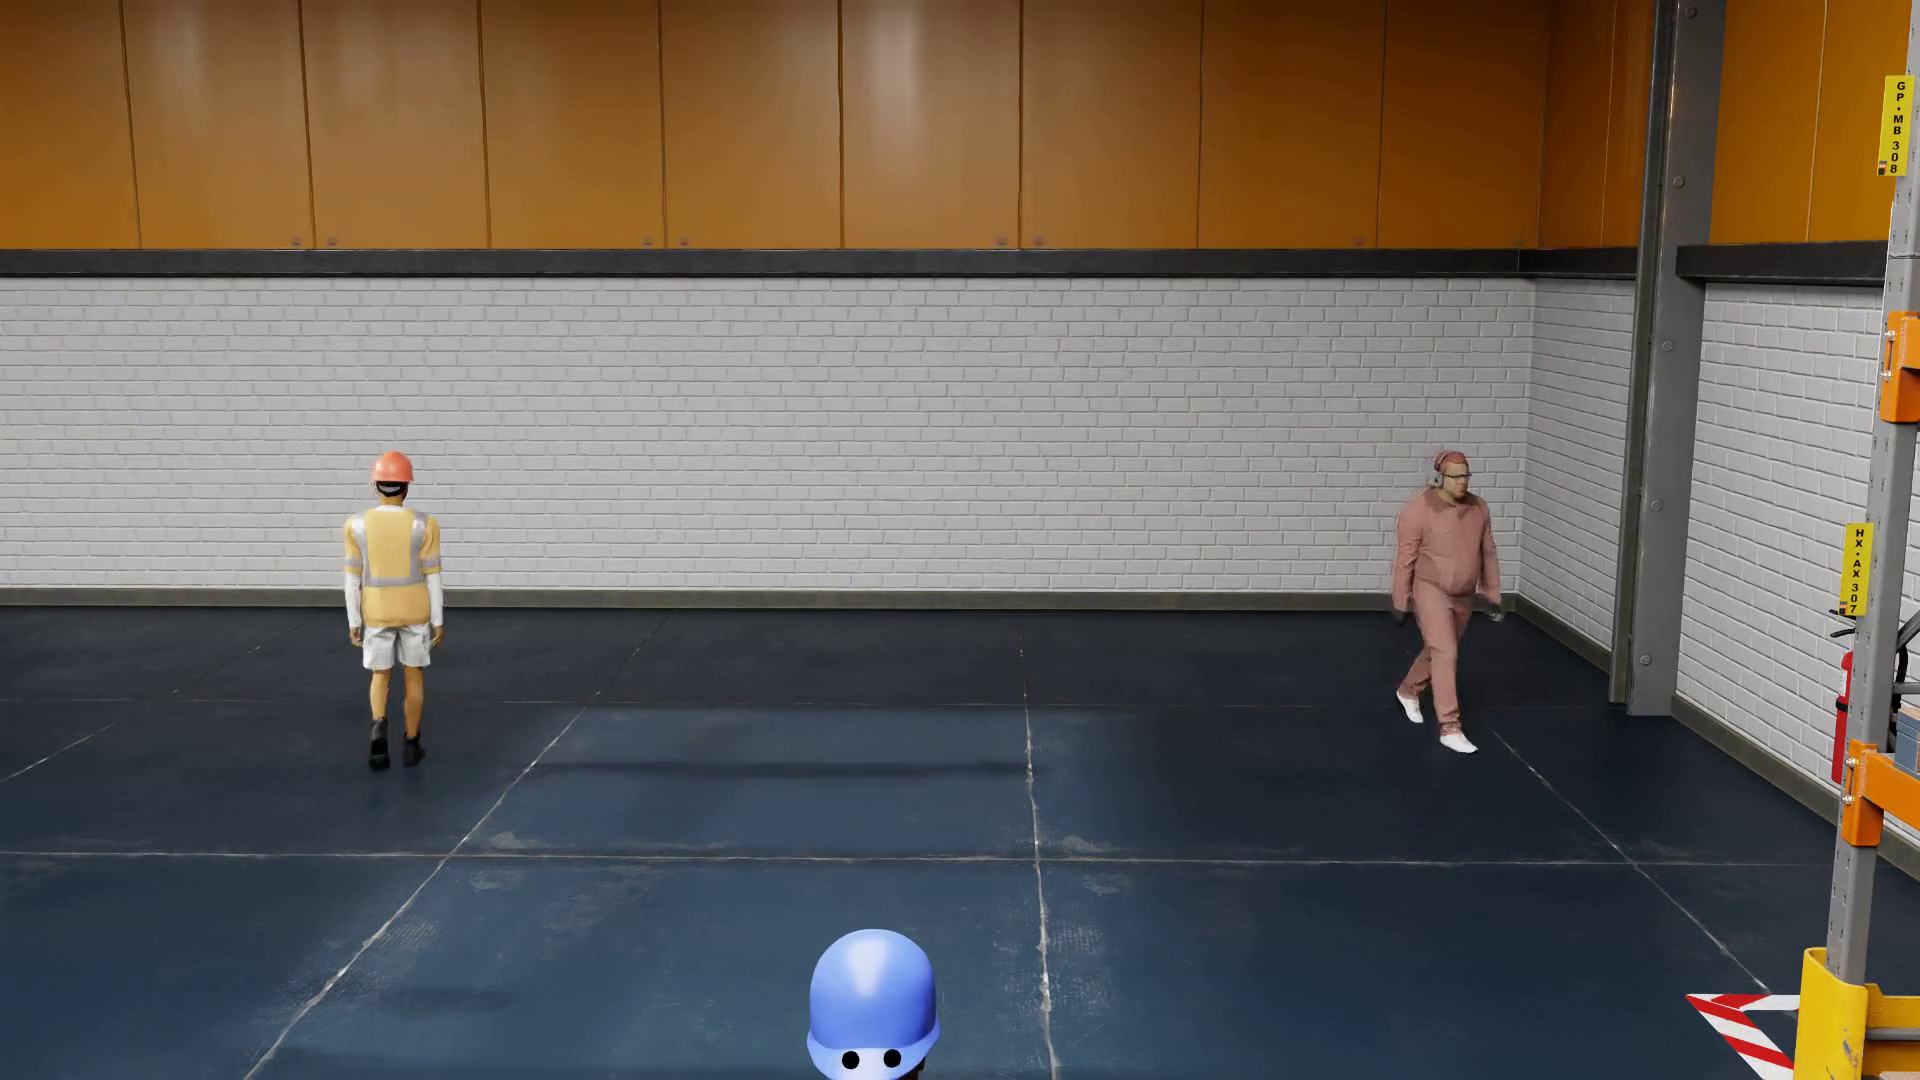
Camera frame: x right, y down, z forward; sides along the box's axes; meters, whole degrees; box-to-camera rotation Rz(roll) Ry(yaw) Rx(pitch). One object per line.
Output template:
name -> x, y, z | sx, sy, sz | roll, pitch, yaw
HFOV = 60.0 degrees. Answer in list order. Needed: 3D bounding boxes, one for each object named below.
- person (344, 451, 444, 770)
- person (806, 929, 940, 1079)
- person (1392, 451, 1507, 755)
person -> -3.331, 0.437, 9.816 | 0.554, 1.917, 0.605 | -2, 10, -9
person -> -0.145, 1.586, 2.844 | 0.604, 1.949, 0.389 | -1, 10, -5
person -> 3.046, 0.340, 10.584 | 0.641, 1.866, 0.947 | -5, 10, -25
